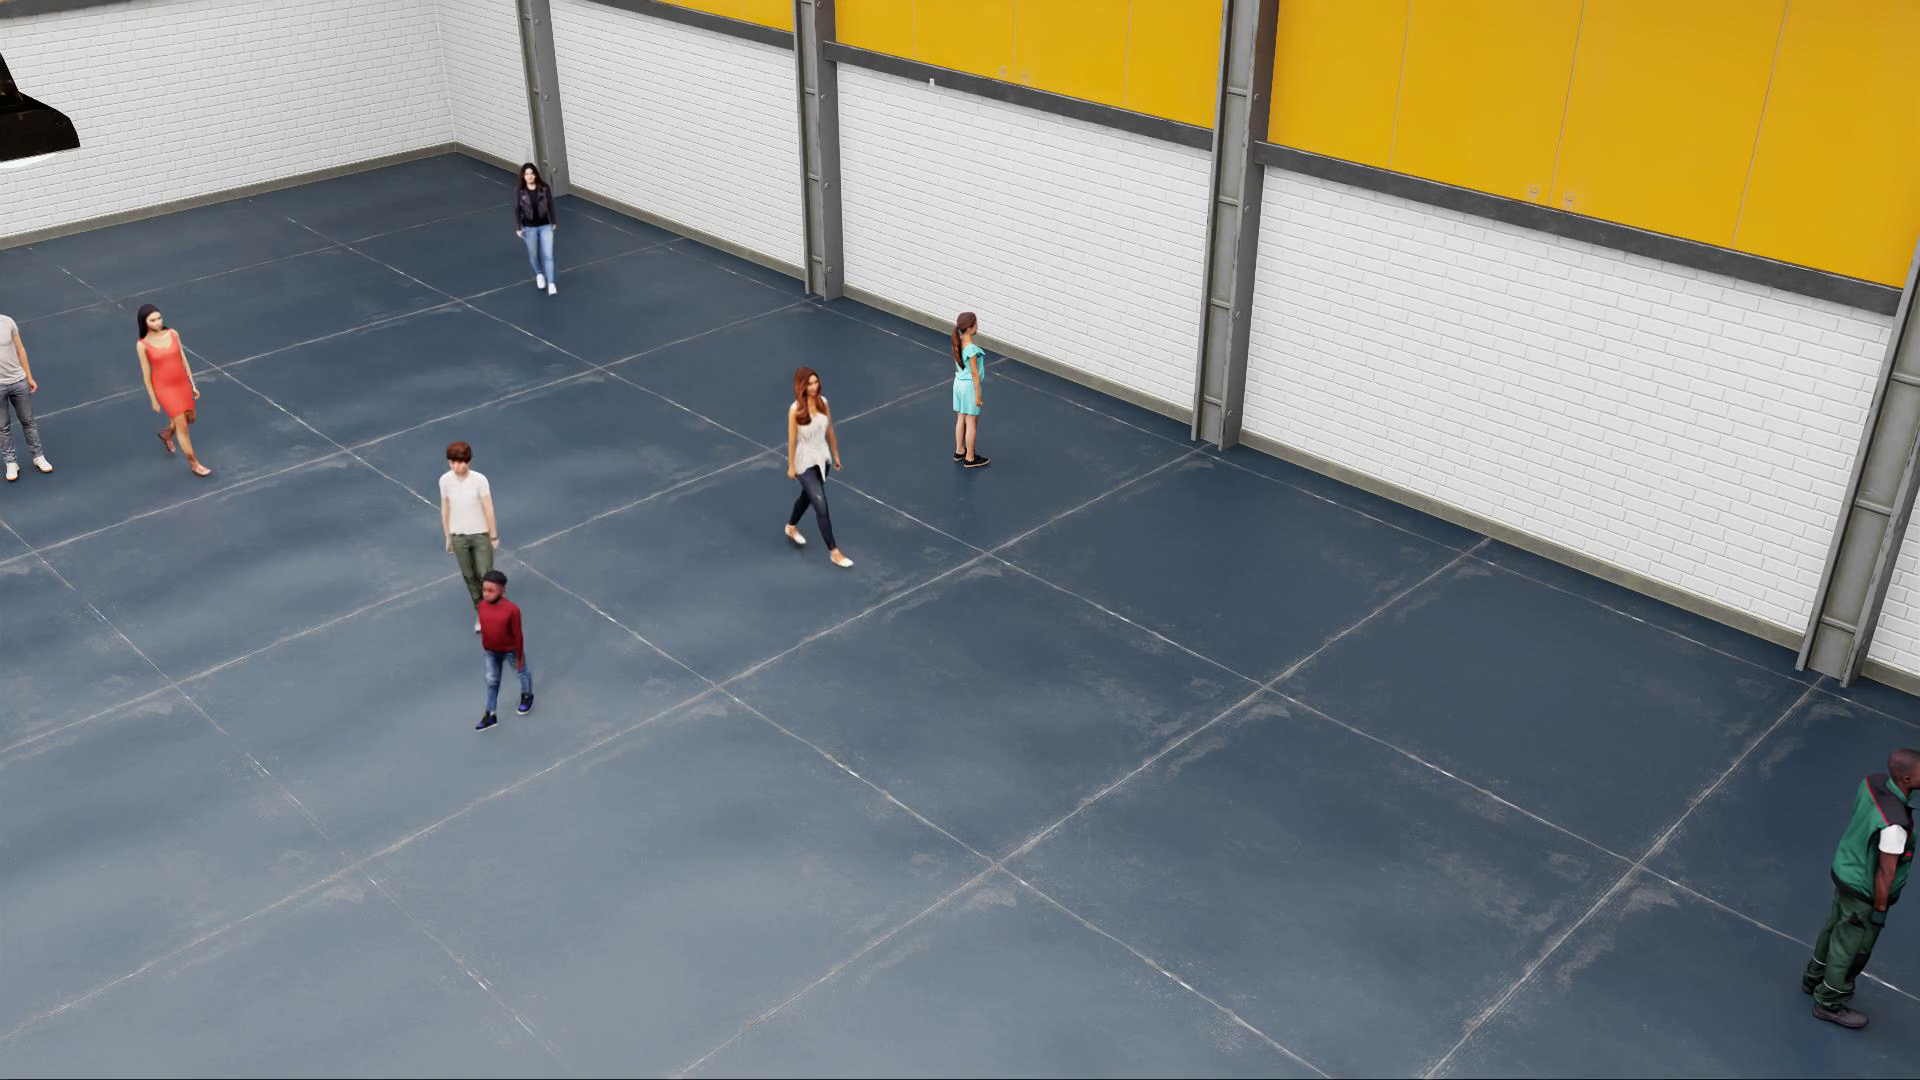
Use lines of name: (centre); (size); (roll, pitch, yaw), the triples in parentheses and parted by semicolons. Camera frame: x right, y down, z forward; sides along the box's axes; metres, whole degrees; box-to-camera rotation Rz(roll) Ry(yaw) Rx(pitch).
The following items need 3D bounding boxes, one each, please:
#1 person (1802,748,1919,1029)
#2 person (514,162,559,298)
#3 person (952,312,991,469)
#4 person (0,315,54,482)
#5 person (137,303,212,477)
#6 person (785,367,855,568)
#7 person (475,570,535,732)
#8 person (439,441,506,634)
person: (5.155, 1.943, 9.456); (0.797, 1.839, 0.783); (5, 29, 10)
person: (-5.162, -3.795, 20.229); (0.957, 1.597, 1.166); (-9, 30, -16)
person: (0.076, -1.461, 15.990); (0.663, 1.558, 0.554); (-15, 32, -26)
person: (-9.033, -1.503, 15.717); (0.693, 1.893, 0.575); (-20, 35, -32)
person: (-7.531, -1.442, 15.809); (1.042, 1.699, 0.749); (17, 33, 28)
person: (-1.330, -0.665, 14.341); (1.108, 1.740, 0.644); (24, 37, 37)
person: (-3.328, 0.756, 12.268); (0.832, 1.230, 0.814); (6, 29, 12)
person: (-3.899, -0.069, 13.349); (0.775, 1.645, 0.829); (1, 29, 2)
